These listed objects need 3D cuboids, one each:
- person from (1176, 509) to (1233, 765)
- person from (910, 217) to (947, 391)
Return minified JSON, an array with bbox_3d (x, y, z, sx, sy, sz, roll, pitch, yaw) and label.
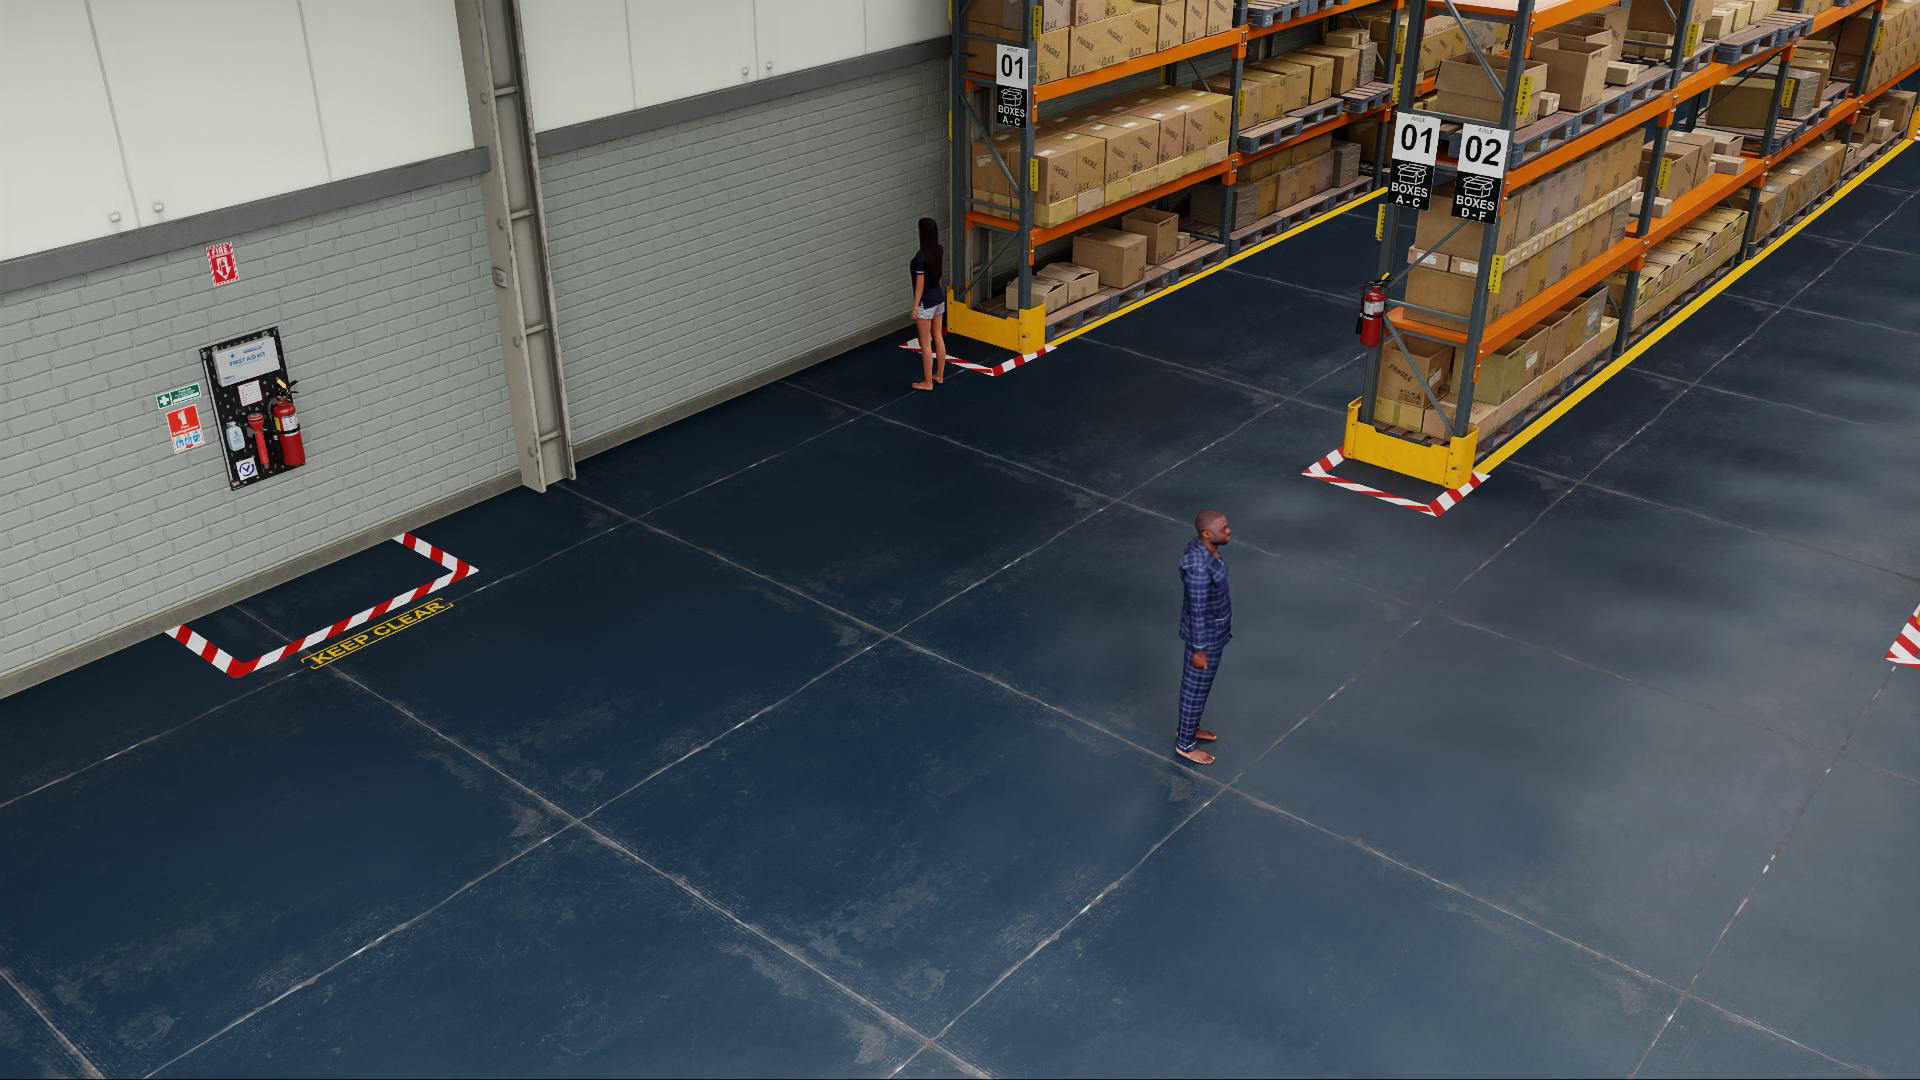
[{"bbox_3d":[1.598,0.606,10.994,0.831,1.825,0.719,5,28,10],"label":"person"},{"bbox_3d":[-0.308,-2.363,16.630,0.643,1.766,0.471,19,33,32],"label":"person"}]
